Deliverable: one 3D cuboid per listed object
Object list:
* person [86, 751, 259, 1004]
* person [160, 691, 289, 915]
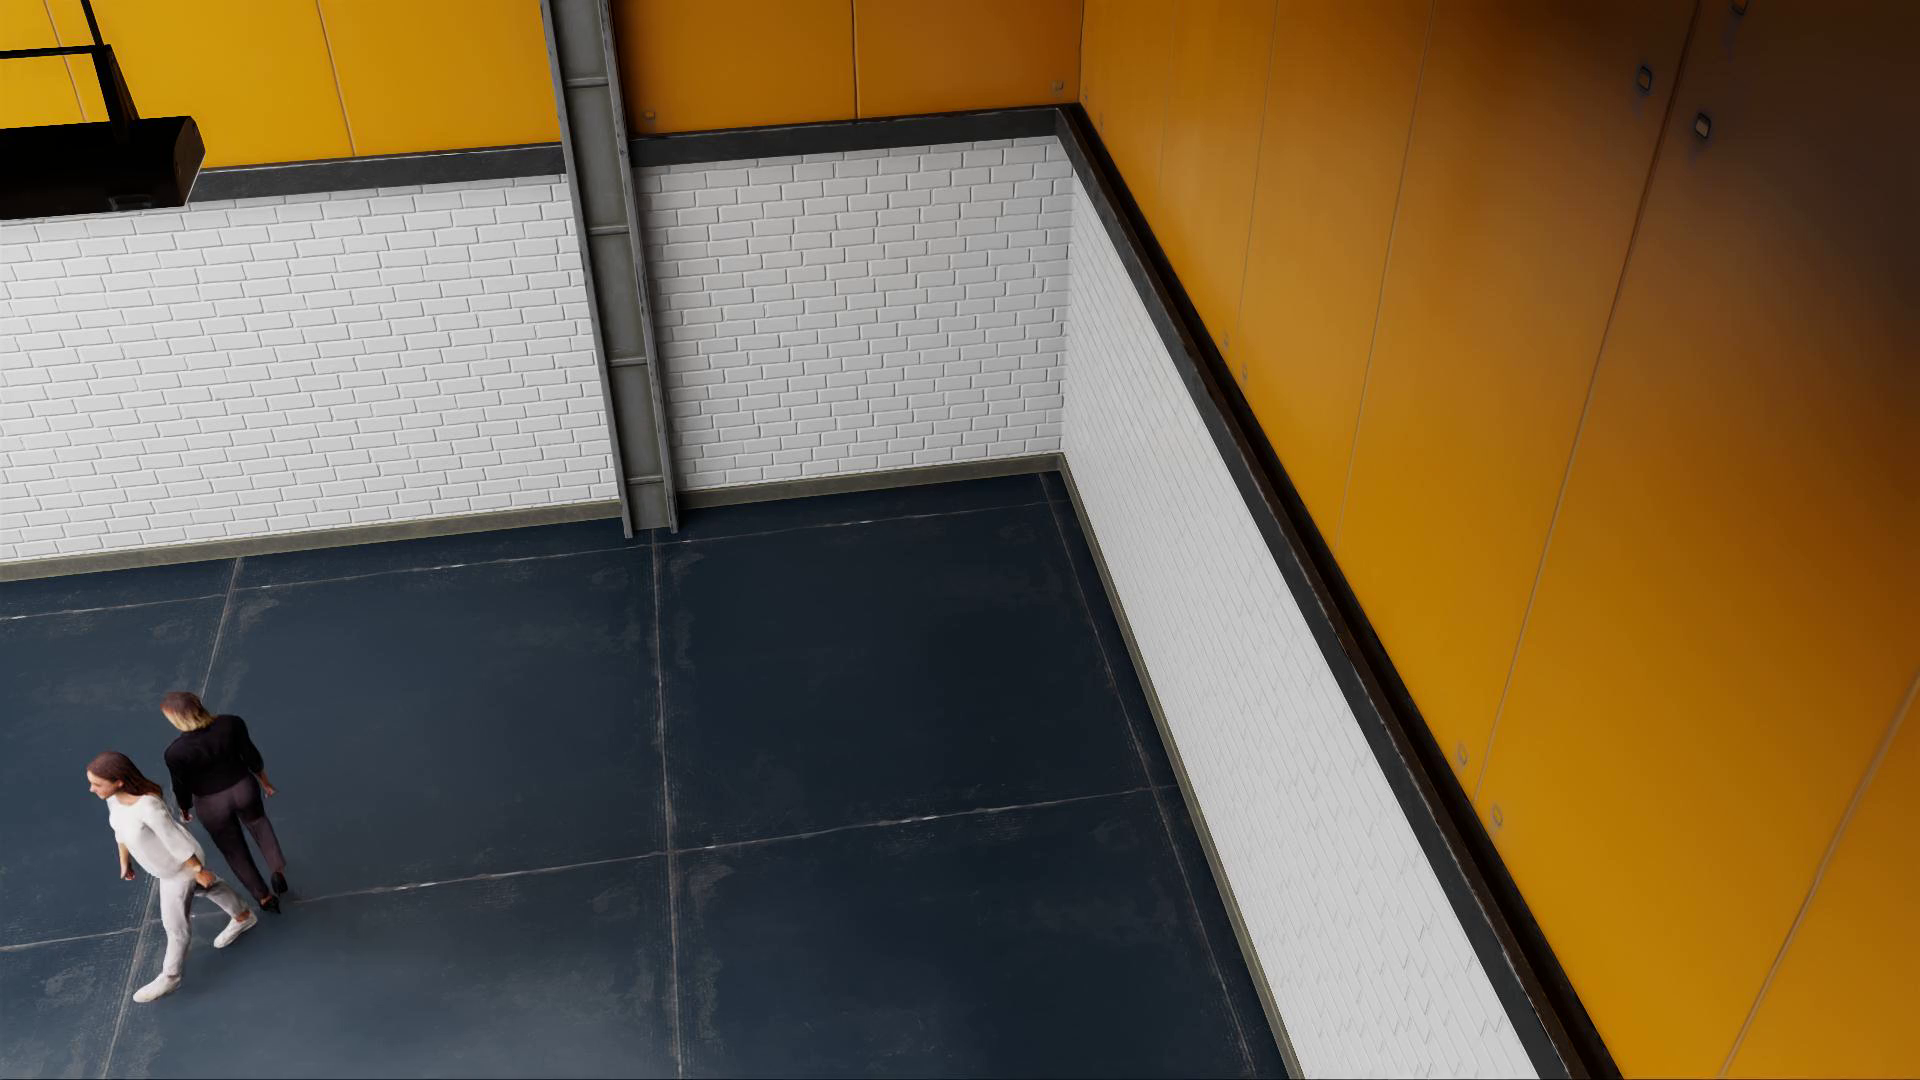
[{"bbox_3d":[-4.162,1.673,8.925,1.002,1.650,1.083,25,45,28],"label":"person"},{"bbox_3d":[-3.971,1.495,9.151,0.795,1.647,0.717,29,47,31],"label":"person"}]
